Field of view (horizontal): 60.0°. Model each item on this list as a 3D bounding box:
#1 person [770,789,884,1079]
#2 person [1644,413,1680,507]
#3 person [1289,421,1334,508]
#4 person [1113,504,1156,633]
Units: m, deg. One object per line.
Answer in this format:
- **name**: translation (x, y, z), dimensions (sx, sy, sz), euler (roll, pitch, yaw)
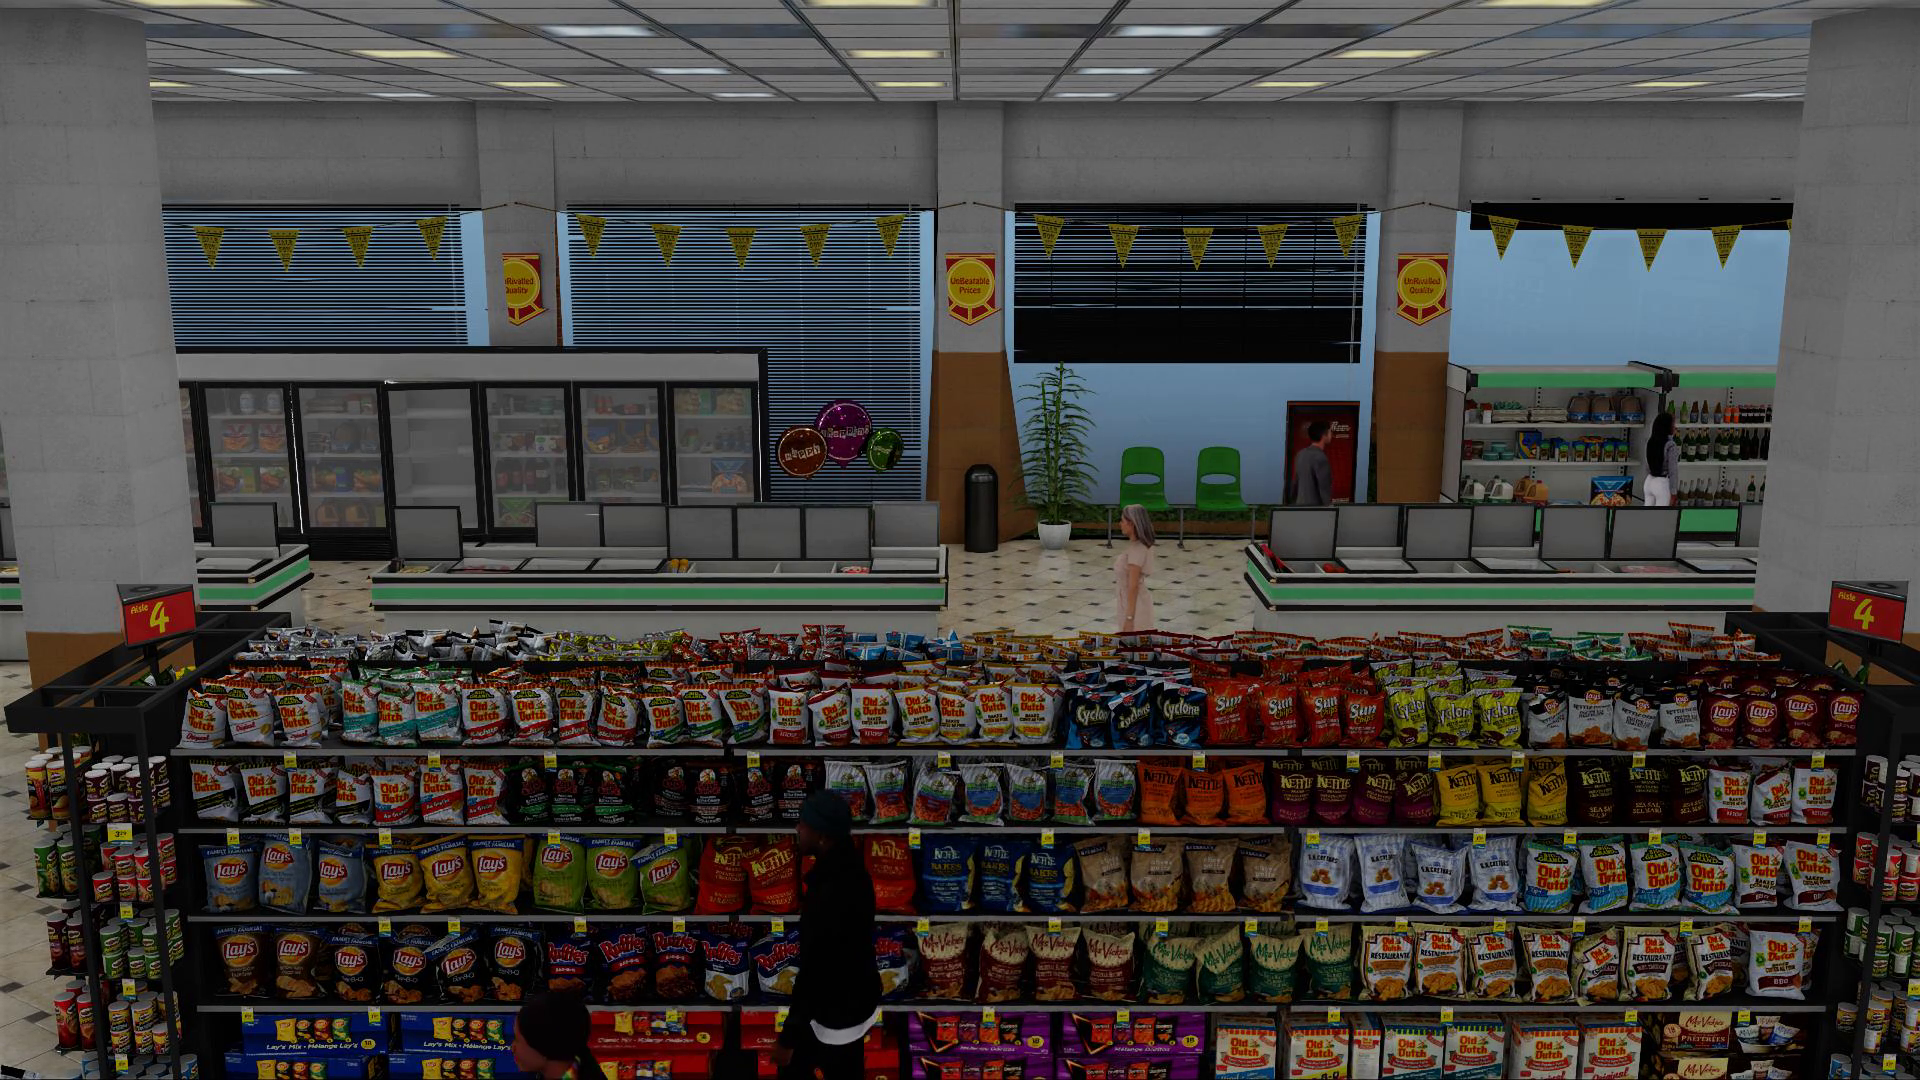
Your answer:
- **person**: translation (-0.384, 1.844, 6.465), dimensions (0.737, 1.797, 0.661), euler (0, 12, -2)
- **person**: translation (7.493, -0.509, 17.815), dimensions (0.577, 1.724, 0.644), euler (-3, 12, -13)
- **person**: translation (3.343, -0.210, 16.154), dimensions (1.294, 1.824, 0.933), euler (-3, 12, -15)
- **person**: translation (1.339, 0.582, 12.610), dimensions (0.609, 1.734, 0.638), euler (2, 12, 11)
